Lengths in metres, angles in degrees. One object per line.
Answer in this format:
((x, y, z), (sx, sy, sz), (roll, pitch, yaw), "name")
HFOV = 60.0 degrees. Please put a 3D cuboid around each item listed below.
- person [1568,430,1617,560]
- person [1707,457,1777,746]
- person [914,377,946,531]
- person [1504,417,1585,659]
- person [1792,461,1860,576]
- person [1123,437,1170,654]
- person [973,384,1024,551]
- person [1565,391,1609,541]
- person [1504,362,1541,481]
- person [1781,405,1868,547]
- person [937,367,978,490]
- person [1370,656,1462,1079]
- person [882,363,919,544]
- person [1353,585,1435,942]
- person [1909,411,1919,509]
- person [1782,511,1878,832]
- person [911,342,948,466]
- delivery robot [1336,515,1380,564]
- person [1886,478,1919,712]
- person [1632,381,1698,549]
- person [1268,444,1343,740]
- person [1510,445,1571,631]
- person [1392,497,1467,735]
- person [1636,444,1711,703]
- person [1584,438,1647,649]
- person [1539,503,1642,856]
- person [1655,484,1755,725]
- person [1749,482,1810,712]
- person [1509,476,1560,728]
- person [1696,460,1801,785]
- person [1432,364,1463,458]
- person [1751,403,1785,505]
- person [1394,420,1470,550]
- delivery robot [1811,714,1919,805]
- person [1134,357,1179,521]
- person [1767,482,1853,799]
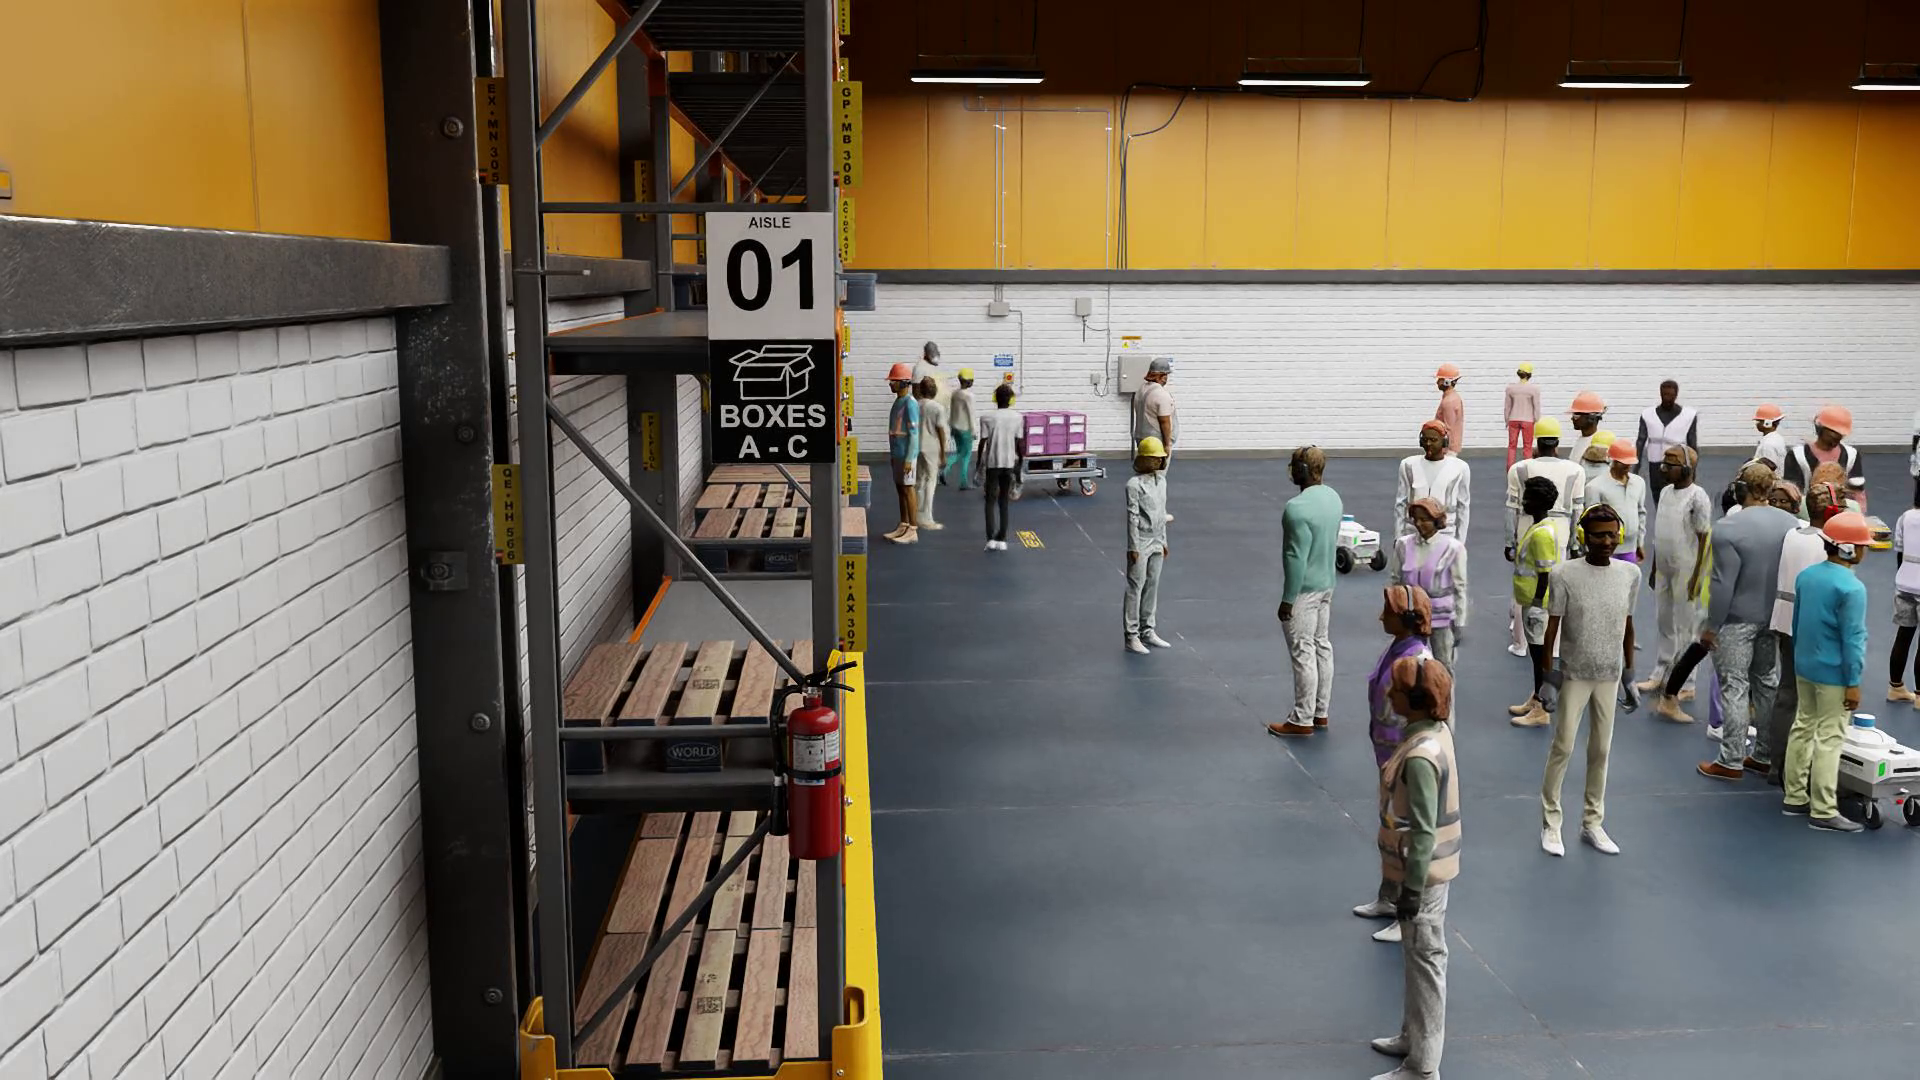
((5.402, -0.070, 14.134), (0.322, 1.729, 0.487), (-8, 12, -40), "person")
((5.118, 0.387, 10.820), (0.517, 1.873, 0.334), (-9, 12, -43), "person")
((-0.378, -1.027, 19.890), (0.509, 1.820, 0.577), (6, 11, 34), "person")
((4.615, -0.014, 13.190), (0.587, 1.920, 0.396), (2, 9, 12), "person")
((6.555, 0.211, 12.666), (0.500, 1.633, 0.286), (7, 12, 38), "person")
((1.524, 0.036, 13.424), (0.295, 1.744, 0.485), (8, 12, 40), "person")
((0.425, -0.794, 18.338), (0.550, 1.848, 0.435), (-2, 9, -14), "person")
((5.358, -0.255, 14.306), (0.380, 2.045, 0.605), (0, 9, 2), "person")
((8.253, -1.727, 24.420), (0.525, 1.769, 0.327), (7, 12, 39), "person")
((7.103, -0.126, 13.724), (0.606, 1.976, 1.011), (0, 9, -1), "person")
((0.001, -1.559, 23.434), (0.505, 1.751, 0.537), (-5, 10, -30), "person")
((1.706, 1.236, 6.206), (0.314, 1.642, 0.514), (3, 10, 18), "person")
((-0.661, -0.972, 18.810), (0.376, 2.045, 0.605), (-3, 10, -19), "person")
((2.022, 1.012, 7.614), (0.309, 1.641, 0.513), (0, 9, -1), "person")
((12.044, -1.066, 20.553), (0.542, 1.681, 0.609), (1, 9, 5), "person")
((4.804, 0.710, 9.155), (0.342, 1.751, 0.564), (0, 9, -2), "person")
((-0.443, -2.136, 26.131), (0.540, 2.000, 0.783), (8, 12, 40), "person")
((4.007, -0.015, 17.170), (0.477, 0.478, 0.707), (-4, 10, -21), "delivery robot")
((6.729, 0.351, 11.590), (0.316, 1.696, 0.540), (-1, 9, -8), "person")
((7.729, -0.809, 18.312), (0.623, 1.868, 0.971), (7, 11, 37), "person")
((2.274, 0.336, 10.926), (0.360, 1.938, 0.635), (7, 11, 36), "person")
((4.932, -0.031, 14.160), (0.514, 1.642, 0.310), (2, 9, 9), "person")
((2.994, 0.533, 10.648), (0.530, 1.634, 0.313), (9, 12, 43), "person")
((5.101, 0.236, 11.849), (0.327, 1.843, 0.514), (-2, 9, -12), "person")
((5.305, 0.036, 13.437), (0.577, 1.738, 0.354), (-3, 10, -19), "person")
((3.298, 0.726, 8.697), (0.534, 1.868, 0.309), (-1, 9, -4), "person")
((5.144, 0.444, 11.132), (0.877, 1.646, 0.599), (4, 10, 25), "person")
((5.575, 0.416, 11.359), (0.519, 1.640, 0.307), (7, 12, 38), "person")
((3.879, 0.413, 11.197), (0.317, 1.695, 0.540), (3, 9, 17), "person")
((4.710, 0.492, 9.947), (0.635, 1.937, 0.354), (-3, 10, -20), "person")
((5.739, -1.082, 19.655), (0.381, 1.995, 0.611), (3, 10, 20), "person")
((8.099, -0.500, 16.752), (0.341, 1.750, 0.567), (6, 11, 31), "person")
((3.783, -0.028, 13.381), (0.583, 1.882, 0.337), (5, 10, 26), "person")
((5.084, 1.226, 9.378), (0.477, 0.478, 0.707), (-2, 9, -11), "delivery robot")
((2.459, -1.257, 20.606), (0.536, 2.000, 0.683), (-4, 10, -25), "person")
((4.955, 0.577, 9.701), (0.390, 1.847, 0.563), (-2, 9, -10), "person")
